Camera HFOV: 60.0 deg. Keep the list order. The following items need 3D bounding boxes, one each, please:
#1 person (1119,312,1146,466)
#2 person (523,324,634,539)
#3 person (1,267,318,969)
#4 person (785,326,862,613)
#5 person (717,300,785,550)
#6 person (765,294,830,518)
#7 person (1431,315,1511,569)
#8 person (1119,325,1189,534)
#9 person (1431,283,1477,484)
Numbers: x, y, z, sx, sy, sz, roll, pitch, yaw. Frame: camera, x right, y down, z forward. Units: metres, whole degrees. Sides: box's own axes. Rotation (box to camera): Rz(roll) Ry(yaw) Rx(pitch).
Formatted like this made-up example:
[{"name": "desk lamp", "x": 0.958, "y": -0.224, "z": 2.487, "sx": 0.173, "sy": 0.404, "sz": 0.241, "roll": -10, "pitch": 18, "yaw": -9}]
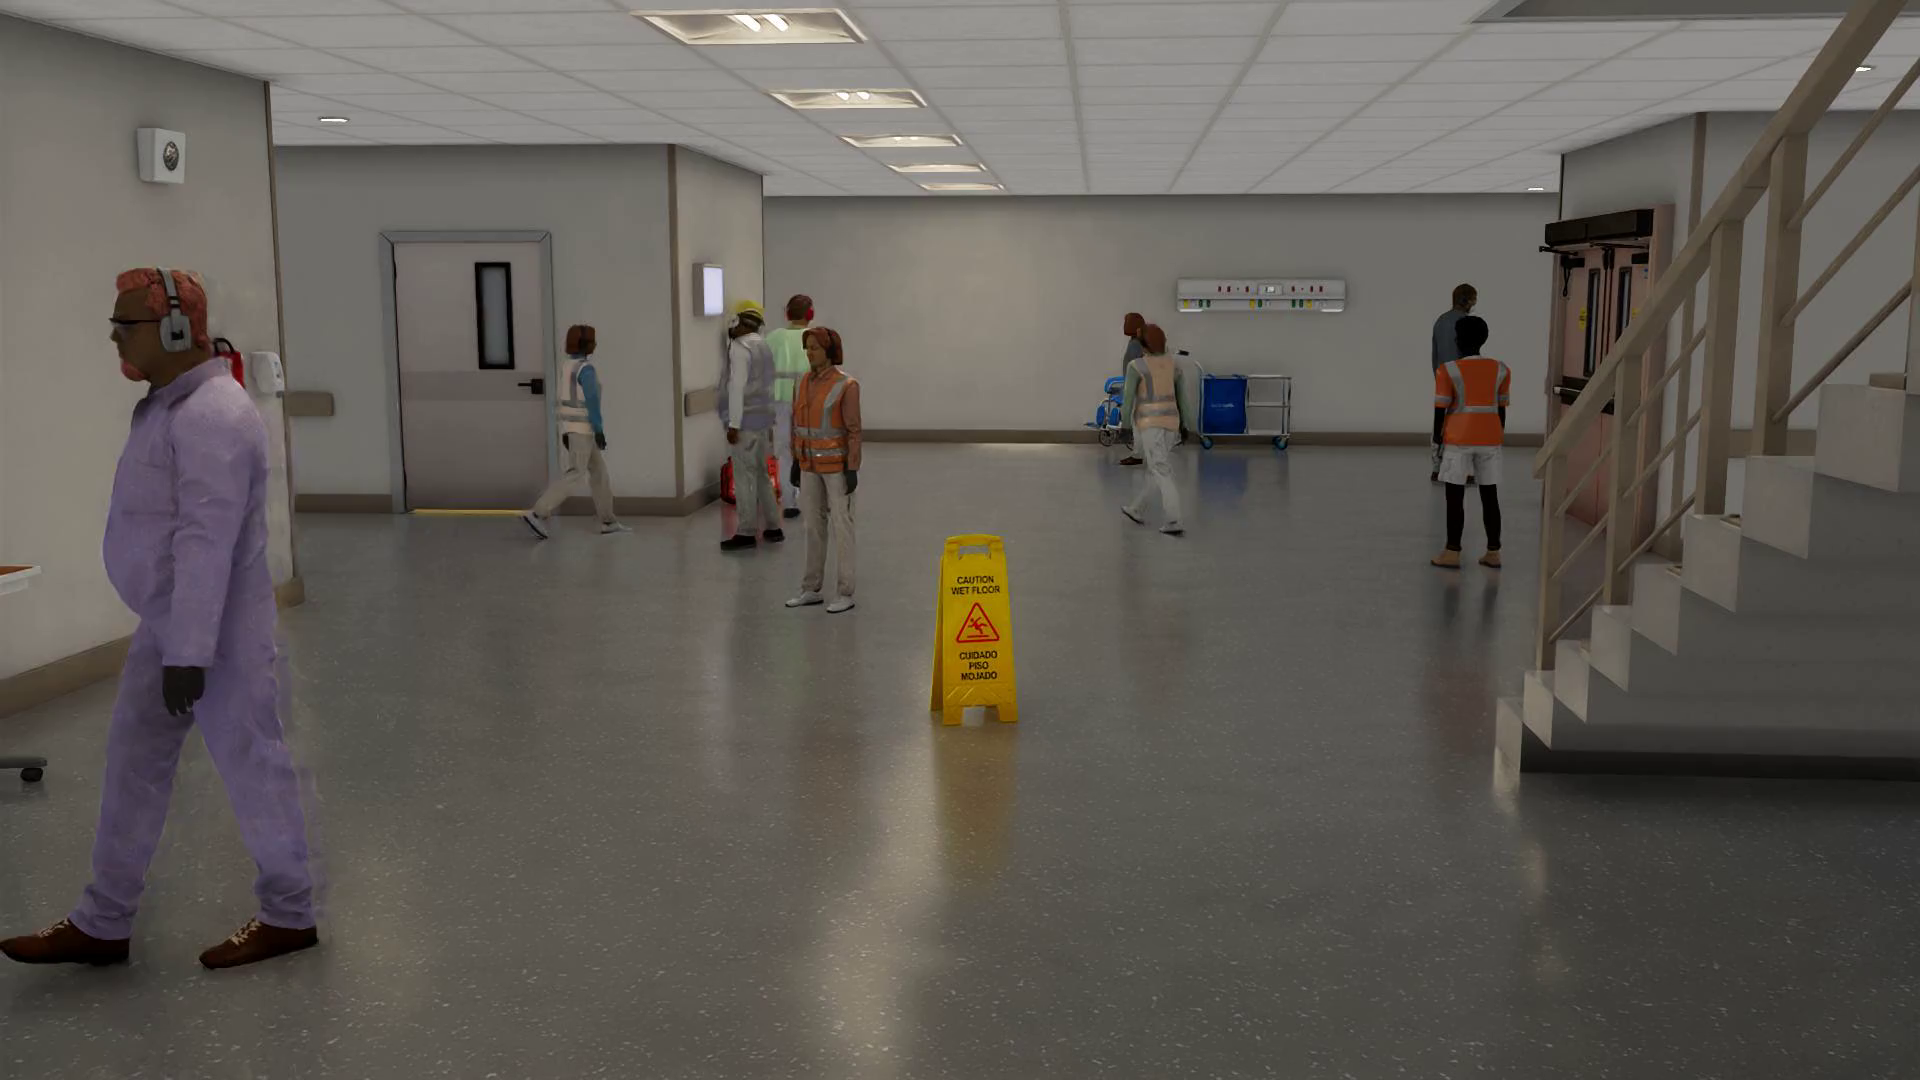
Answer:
[{"name": "person", "x": 1.851, "y": -1.607, "z": 17.765, "sx": 0.285, "sy": 1.633, "sz": 0.499, "roll": 1, "pitch": 8, "yaw": 9}, {"name": "person", "x": -2.887, "y": -0.812, "z": 12.463, "sx": 0.808, "sy": 1.611, "sz": 0.516, "roll": -4, "pitch": 9, "yaw": -25}, {"name": "person", "x": -2.146, "y": 0.241, "z": 4.361, "sx": 0.833, "sy": 1.877, "sz": 0.674, "roll": -6, "pitch": 10, "yaw": -36}, {"name": "person", "x": -0.774, "y": -0.405, "z": 9.565, "sx": 0.515, "sy": 1.642, "sz": 0.314, "roll": 7, "pitch": 11, "yaw": 39}, {"name": "person", "x": -1.528, "y": -0.826, "z": 11.981, "sx": 0.410, "sy": 1.782, "sz": 0.671, "roll": 2, "pitch": 9, "yaw": 11}, {"name": "person", "x": -1.321, "y": -1.103, "z": 13.708, "sx": 0.582, "sy": 1.818, "sz": 0.616, "roll": 2, "pitch": 9, "yaw": 12}, {"name": "person", "x": 3.397, "y": -0.646, "z": 11.075, "sx": 0.547, "sy": 1.690, "sz": 0.321, "roll": -1, "pitch": 8, "yaw": -8}, {"name": "person", "x": 1.487, "y": -0.861, "z": 12.832, "sx": 0.510, "sy": 1.582, "sz": 0.881, "roll": -5, "pitch": 10, "yaw": -31}, {"name": "person", "x": 4.797, "y": -1.506, "z": 16.099, "sx": 0.366, "sy": 1.923, "sz": 0.630, "roll": -3, "pitch": 9, "yaw": -17}]
